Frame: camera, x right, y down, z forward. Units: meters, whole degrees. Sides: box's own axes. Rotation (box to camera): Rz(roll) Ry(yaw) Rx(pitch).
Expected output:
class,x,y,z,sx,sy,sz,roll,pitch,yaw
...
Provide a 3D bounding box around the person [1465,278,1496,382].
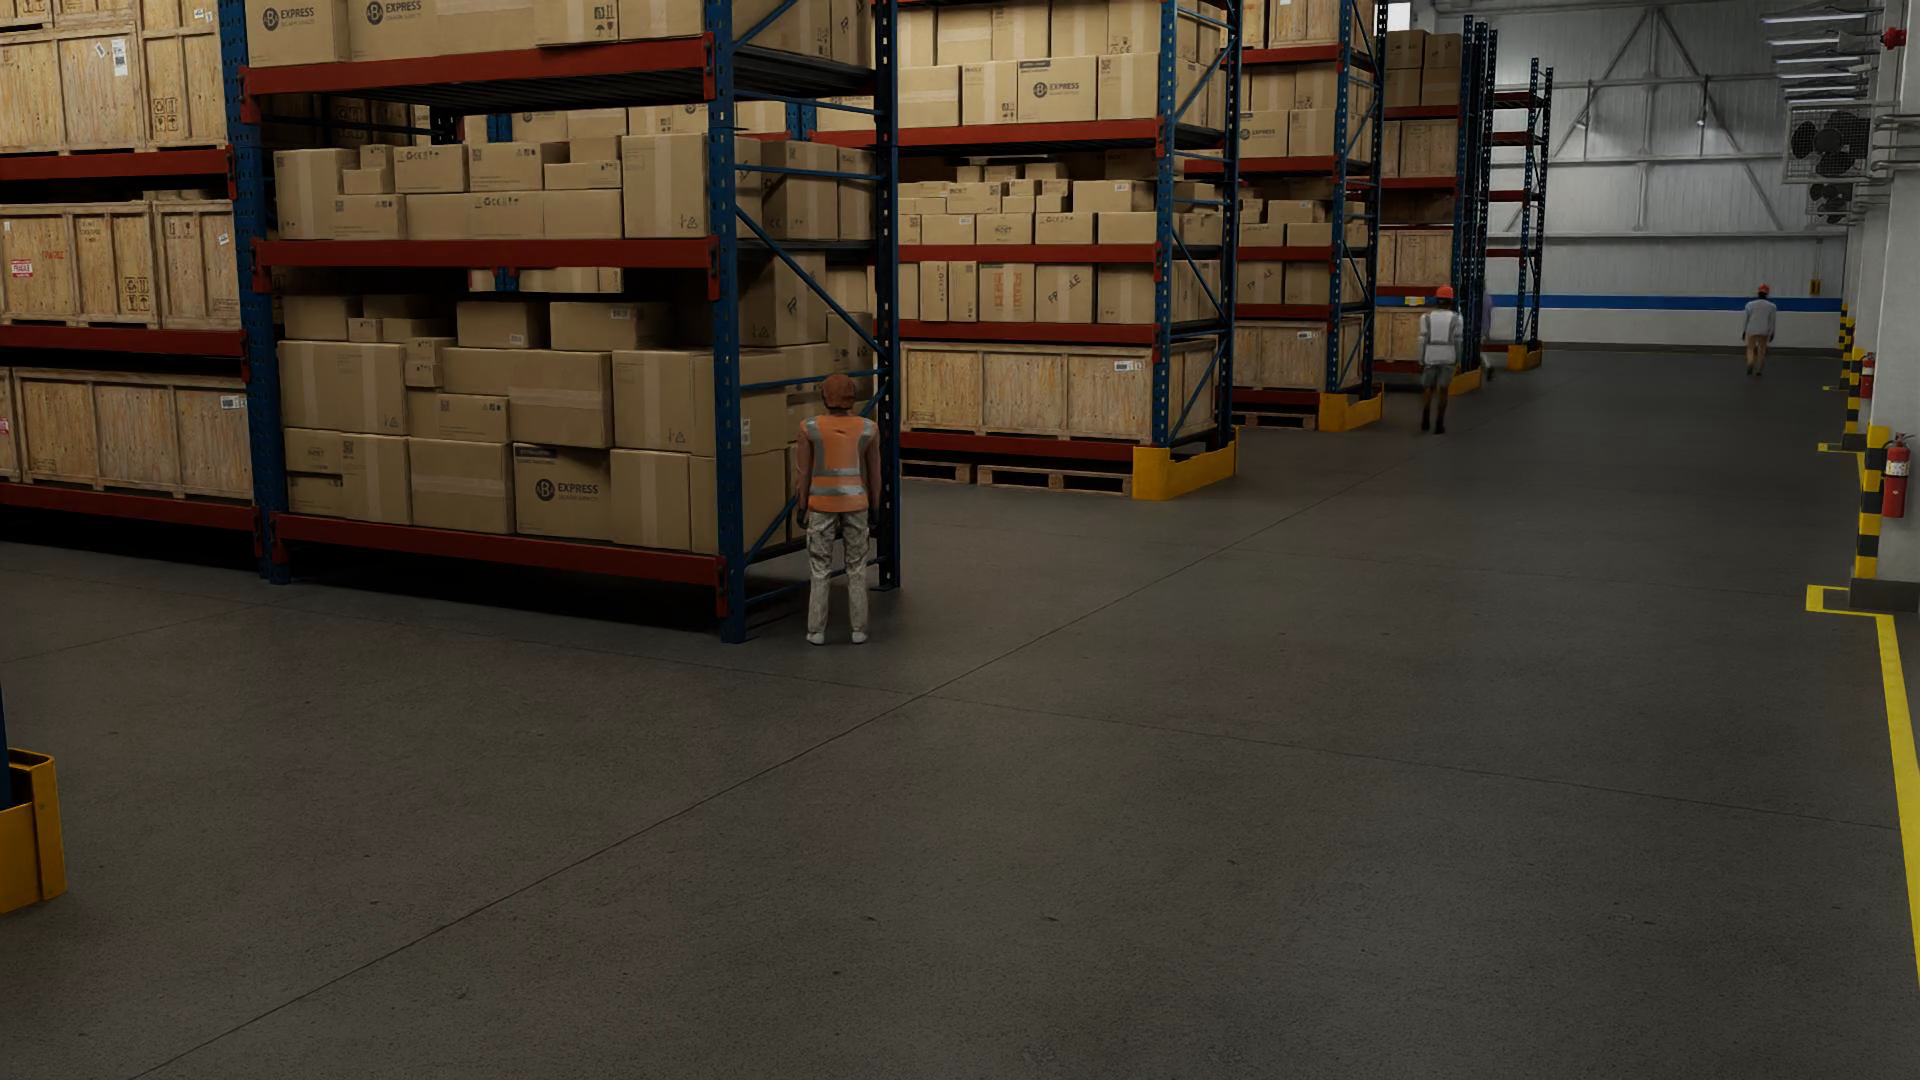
class,x,y,z,sx,sy,sz,roll,pitch,yaw
person,9.326,-3.756,29.829,0.629,1.911,0.821,-6,11,-31

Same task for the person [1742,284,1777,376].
class,x,y,z,sx,sy,sz,roll,pitch,yaw
person,15.145,-3.967,31.504,0.585,1.737,0.376,5,11,26

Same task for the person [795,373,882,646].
class,x,y,z,sx,sy,sz,roll,pitch,yaw
person,-0.719,-0.177,9.893,0.522,1.631,0.314,-2,10,-13

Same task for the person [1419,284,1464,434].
class,x,y,z,sx,sy,sz,roll,pitch,yaw
person,6.218,-2.331,21.514,0.547,1.922,0.430,5,11,27
